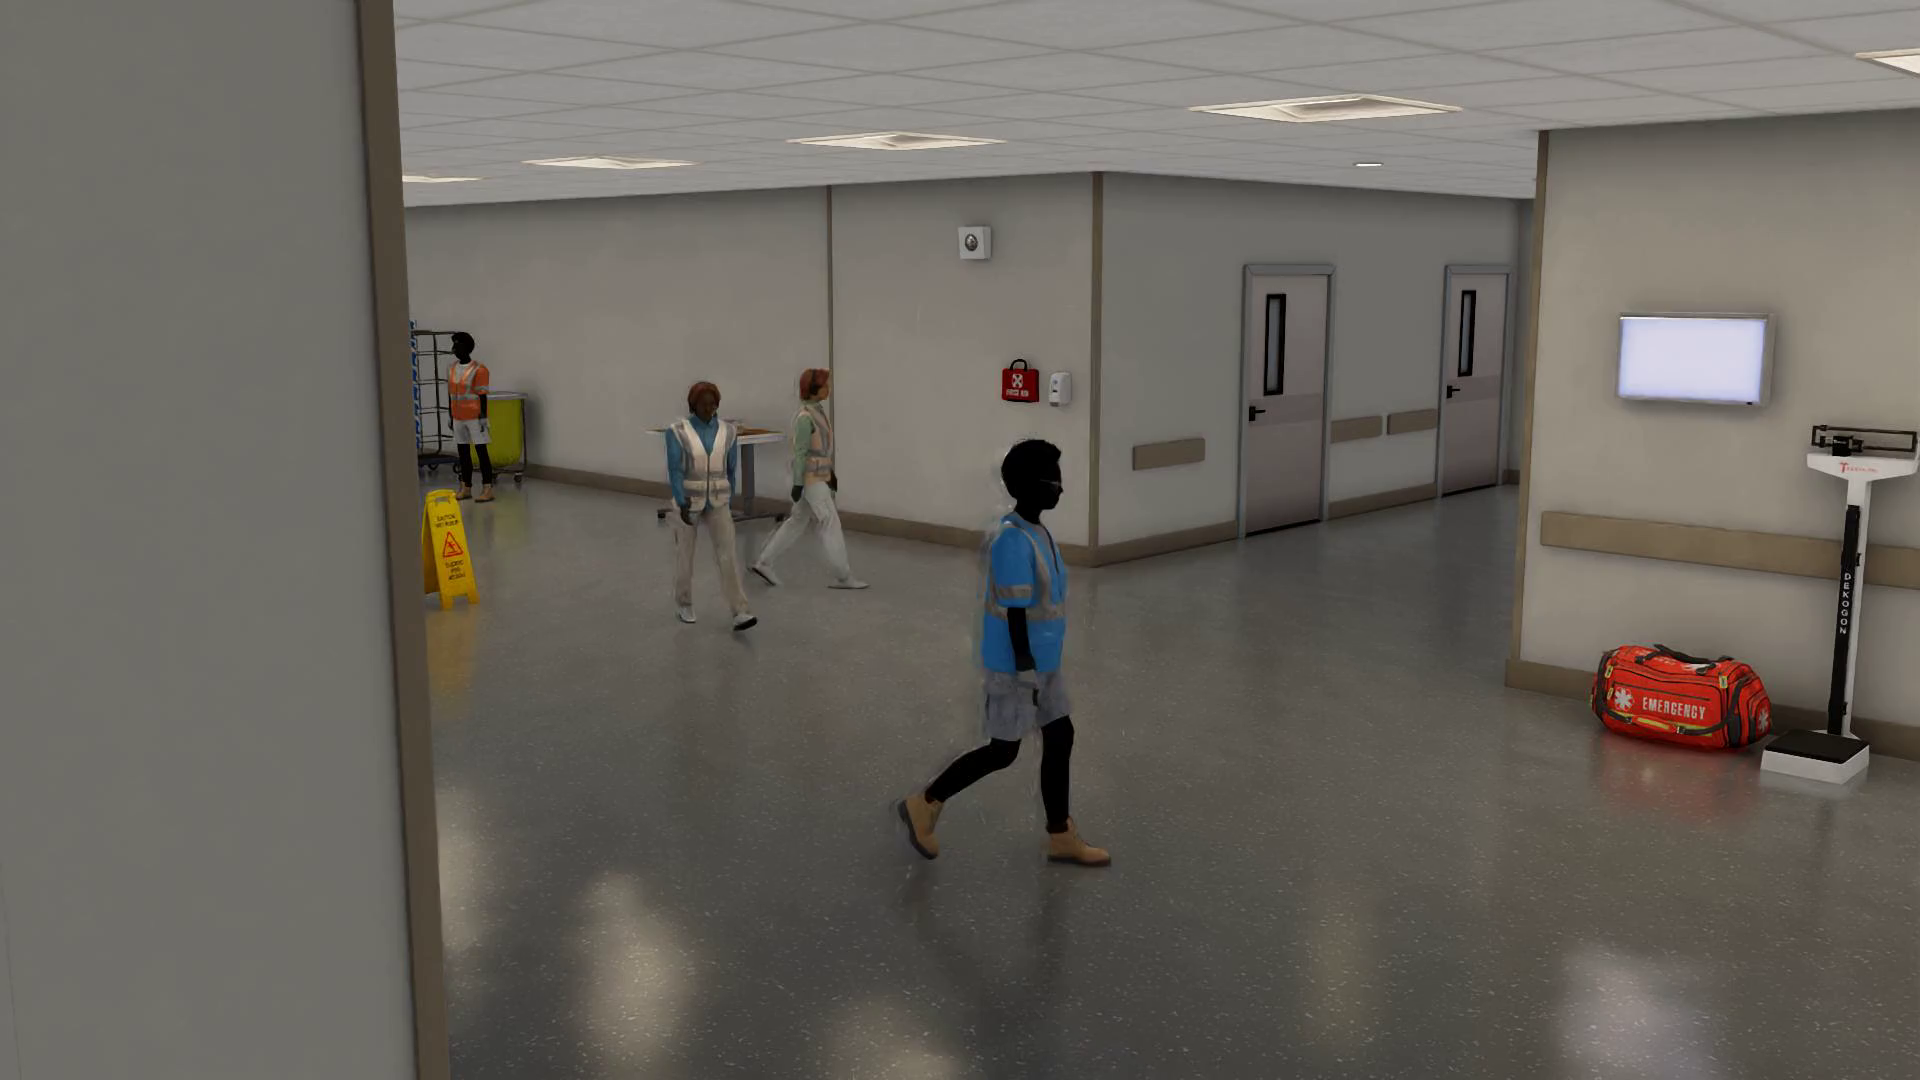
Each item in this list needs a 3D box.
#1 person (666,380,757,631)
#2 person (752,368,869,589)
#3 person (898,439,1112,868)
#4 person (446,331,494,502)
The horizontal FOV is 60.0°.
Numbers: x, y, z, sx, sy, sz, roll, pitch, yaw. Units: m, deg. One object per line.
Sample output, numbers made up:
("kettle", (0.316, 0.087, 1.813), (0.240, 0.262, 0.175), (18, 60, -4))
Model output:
("person", (-1.615, -0.210, 10.573), (0.495, 1.588, 0.886), (-5, 10, -27))
("person", (-1.109, -0.441, 11.959), (0.838, 1.603, 0.510), (0, 9, 2))
("person", (0.171, 0.441, 6.337), (0.750, 1.669, 0.536), (3, 10, 18))
("person", (-4.852, -1.211, 16.430), (0.532, 1.686, 0.322), (5, 10, 28))
